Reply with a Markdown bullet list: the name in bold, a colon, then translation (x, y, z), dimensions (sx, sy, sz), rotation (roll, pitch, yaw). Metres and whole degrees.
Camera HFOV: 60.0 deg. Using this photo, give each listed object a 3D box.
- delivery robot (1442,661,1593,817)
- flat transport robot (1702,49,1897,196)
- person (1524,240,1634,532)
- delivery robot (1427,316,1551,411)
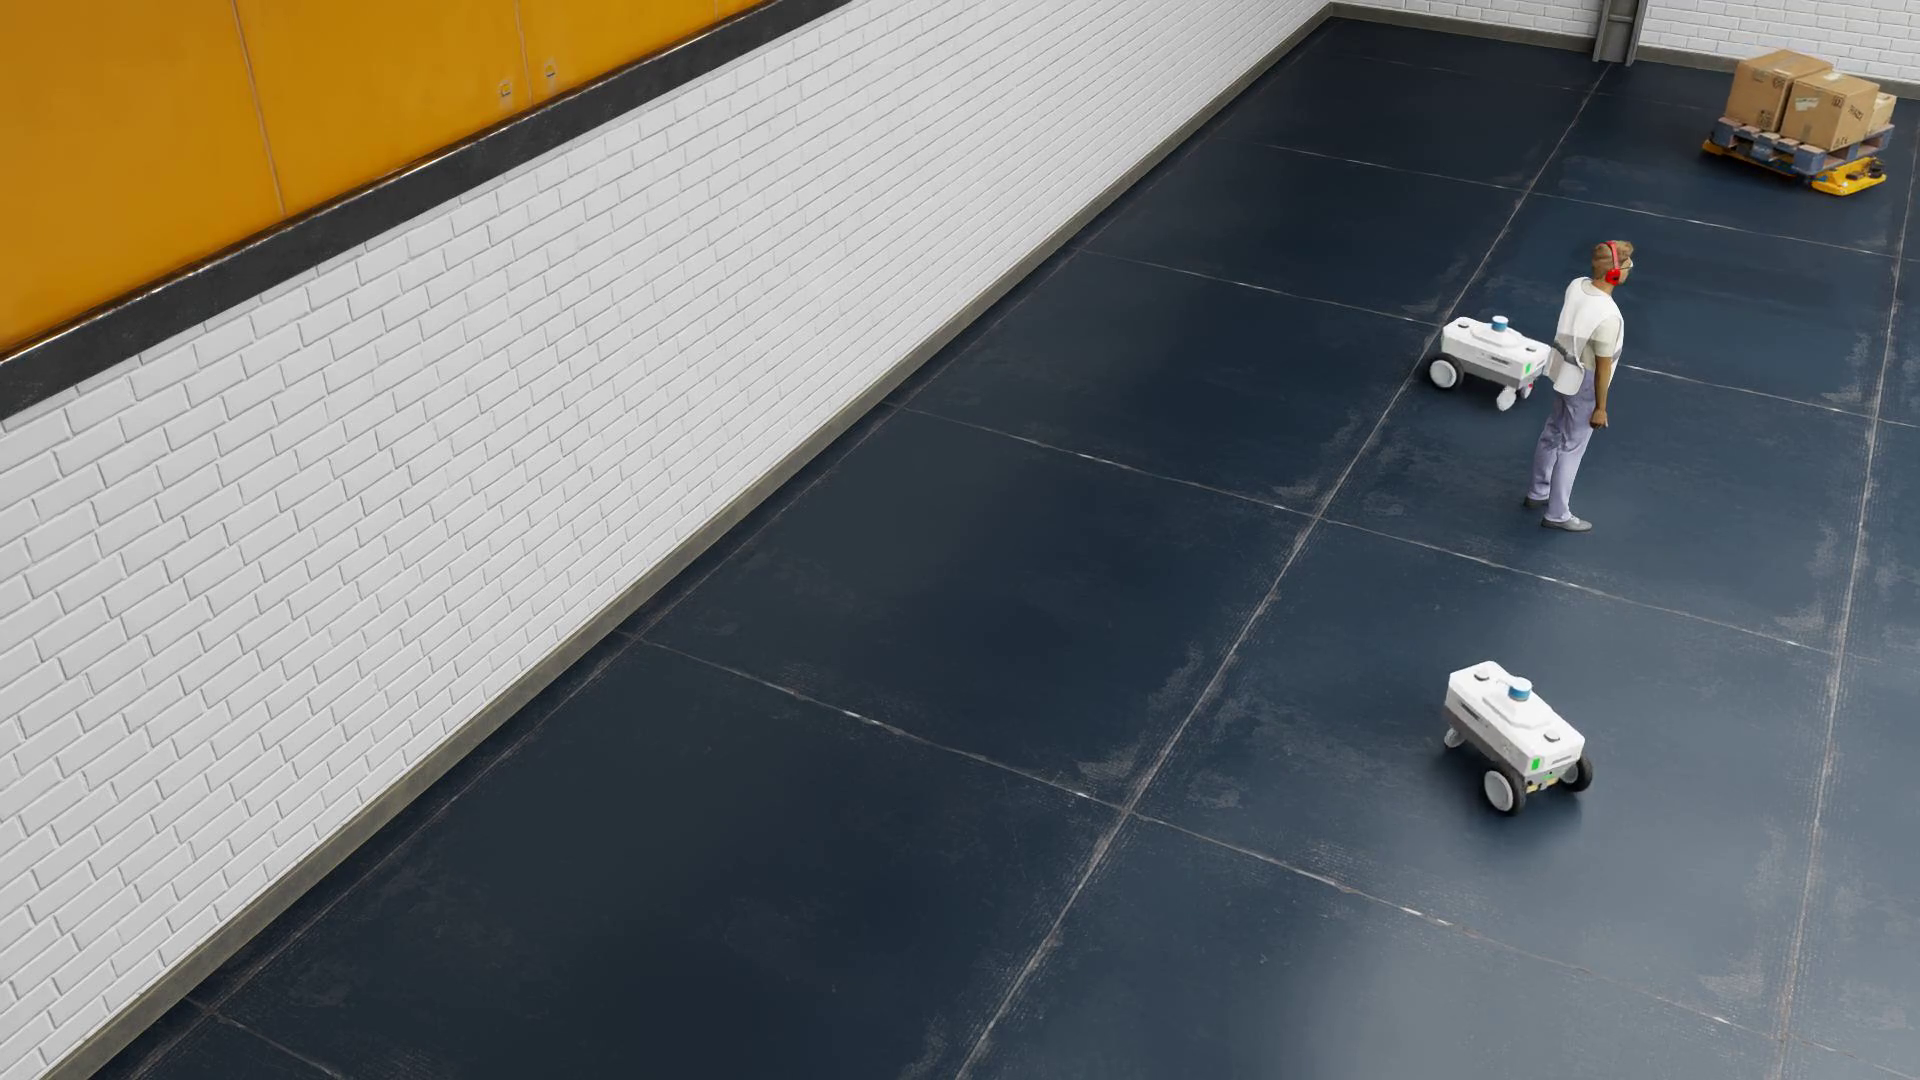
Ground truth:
- **delivery robot**: translation (2.766, 0.967, 8.288), dimensions (0.513, 0.601, 0.773), rotation (-15, 37, -21)
- **flat transport robot**: translation (7.615, -3.501, 15.187), dimensions (0.659, 0.231, 1.431), rotation (-21, 39, -28)
- **person**: translation (3.690, -0.917, 9.925), dimensions (0.390, 1.849, 0.564), rotation (-4, 34, -5)
- **delivery robot**: translation (3.701, -1.284, 11.619), dimensions (0.752, 0.581, 0.517), rotation (28, 43, 35)
